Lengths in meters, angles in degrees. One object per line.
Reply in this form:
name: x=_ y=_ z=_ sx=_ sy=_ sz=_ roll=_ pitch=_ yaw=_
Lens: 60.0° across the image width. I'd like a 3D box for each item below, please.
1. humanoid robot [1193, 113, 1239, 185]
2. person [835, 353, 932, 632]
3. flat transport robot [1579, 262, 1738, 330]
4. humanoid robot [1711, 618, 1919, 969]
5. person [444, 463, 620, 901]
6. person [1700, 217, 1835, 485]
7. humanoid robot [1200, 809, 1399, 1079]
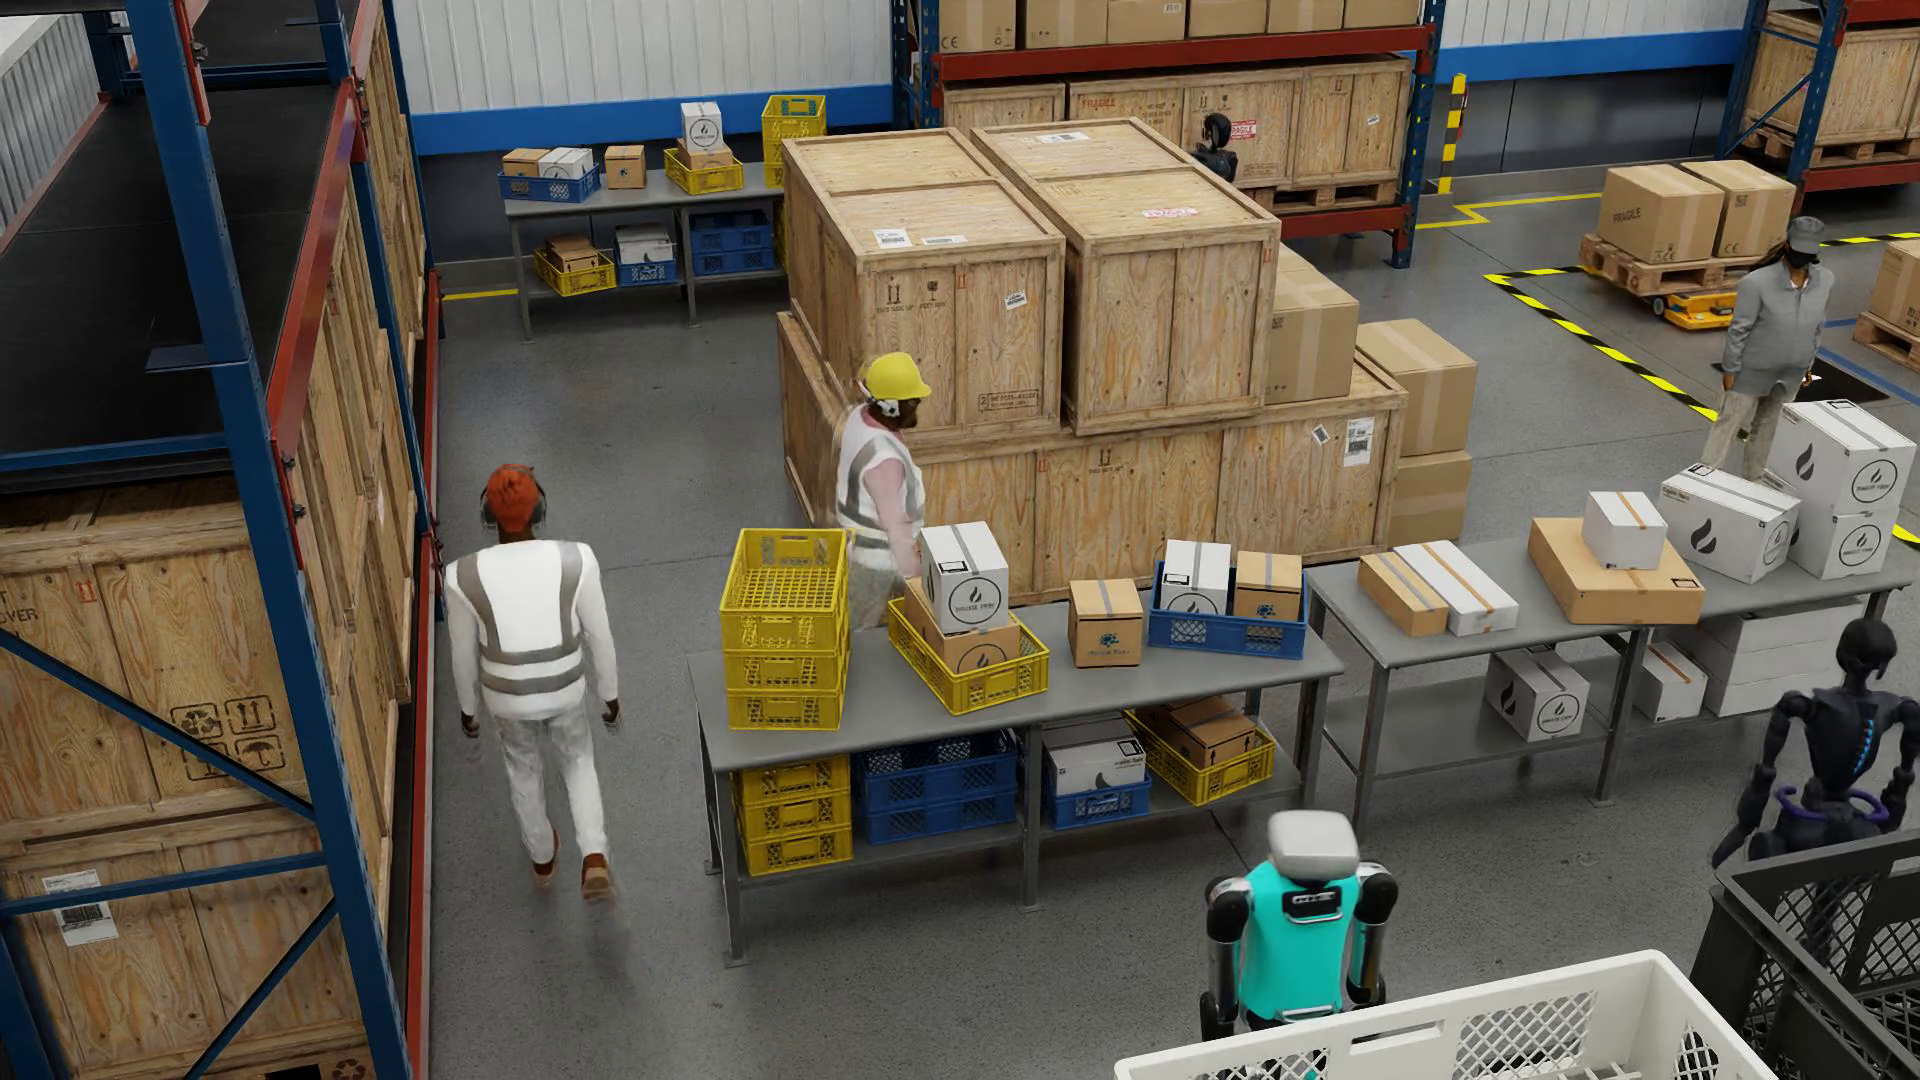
humanoid robot: x=1.660 y=-2.138 z=11.544 sx=0.591 sy=1.648 sz=0.431 roll=-22 pitch=36 yaw=-35
person: x=-0.286 y=0.000 z=7.519 sx=0.820 sy=1.799 sz=0.627 roll=-4 pitch=29 yaw=-8
flat transport robot: x=5.410 y=-1.961 z=12.647 sx=0.652 sy=0.197 sz=1.431 roll=-7 pitch=30 yaw=-12
humanoid robot: x=2.975 y=1.033 z=5.786 sx=0.613 sy=1.635 sz=0.391 roll=-1 pitch=29 yaw=-1
person: x=-1.606 y=0.606 z=6.360 sx=0.602 sy=1.864 sz=0.600 roll=-8 pitch=30 yaw=-14
person: x=4.518 y=-0.966 z=9.315 sx=0.572 sy=1.766 sz=0.397 roll=-4 pitch=29 yaw=-8
humanoid robot: x=0.968 y=1.603 z=4.582 sx=0.531 sy=1.689 sz=0.739 roll=-5 pitch=29 yaw=-9
